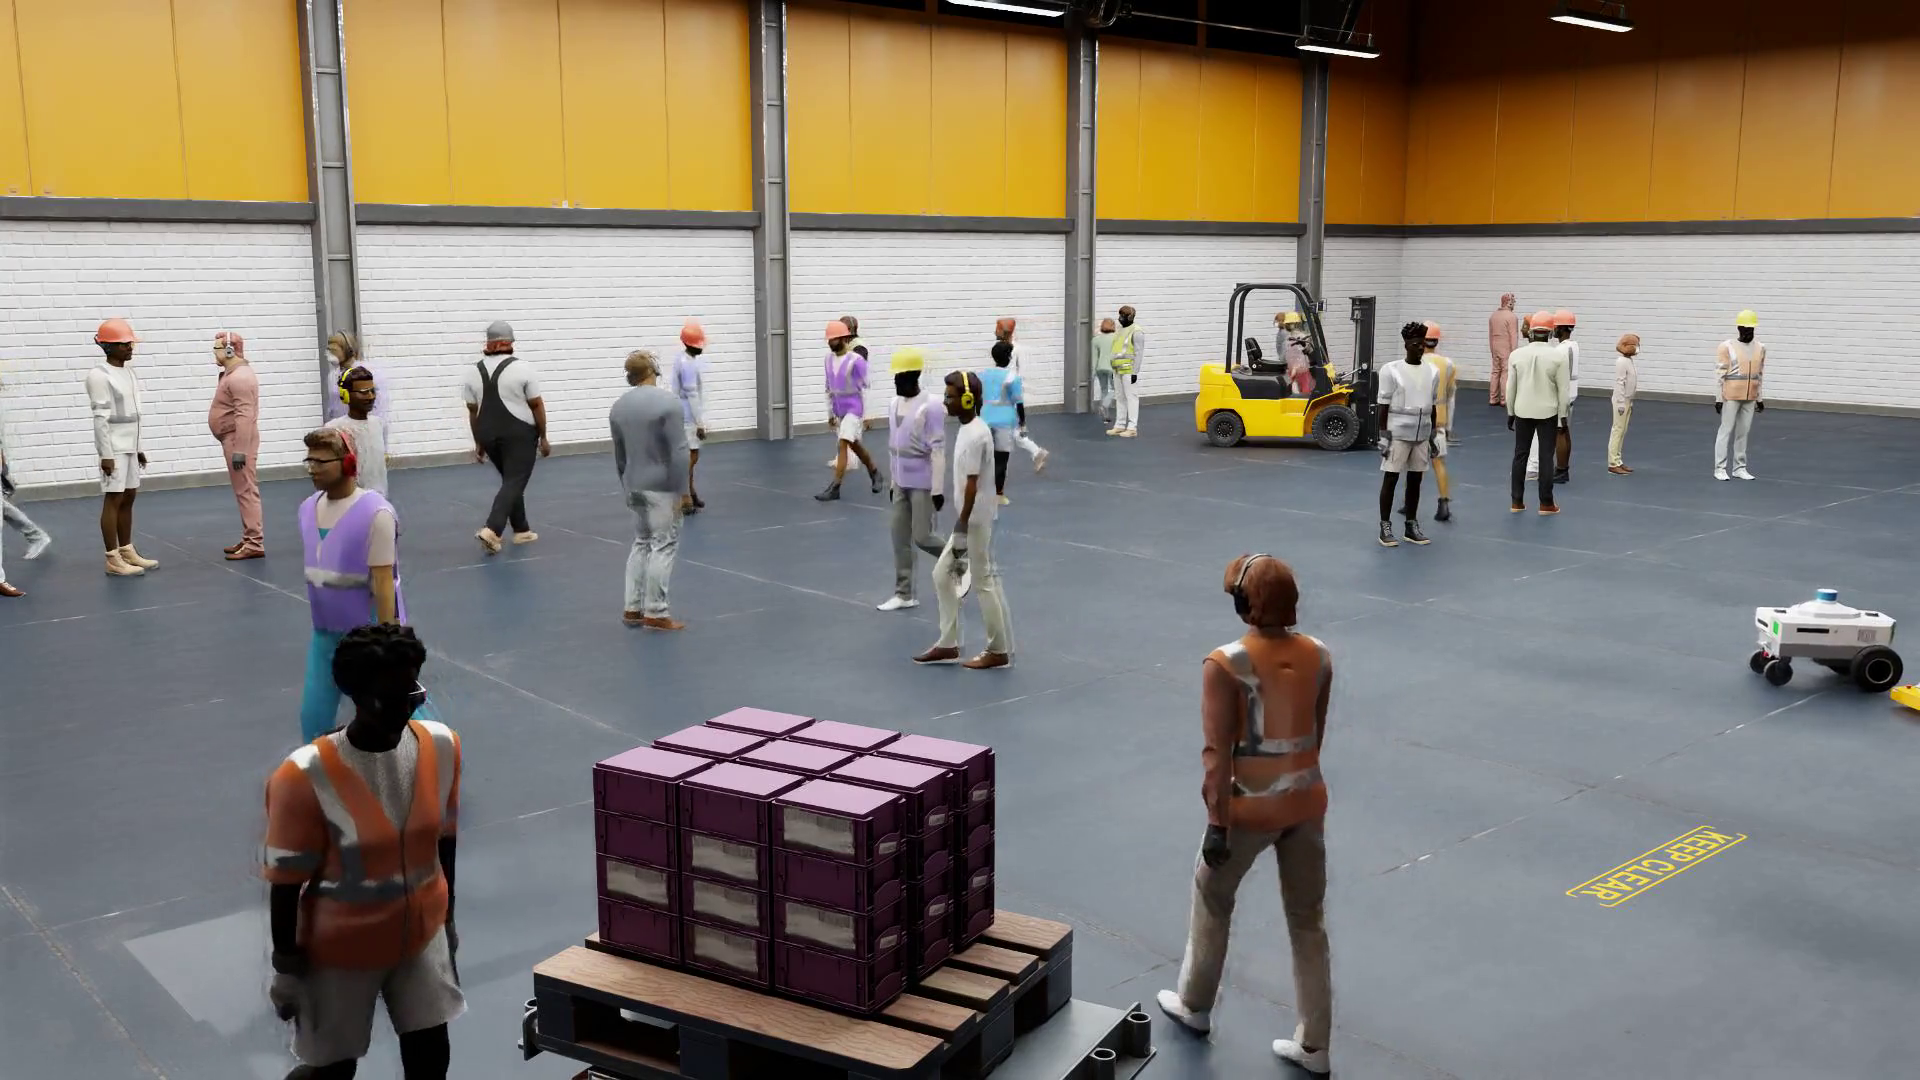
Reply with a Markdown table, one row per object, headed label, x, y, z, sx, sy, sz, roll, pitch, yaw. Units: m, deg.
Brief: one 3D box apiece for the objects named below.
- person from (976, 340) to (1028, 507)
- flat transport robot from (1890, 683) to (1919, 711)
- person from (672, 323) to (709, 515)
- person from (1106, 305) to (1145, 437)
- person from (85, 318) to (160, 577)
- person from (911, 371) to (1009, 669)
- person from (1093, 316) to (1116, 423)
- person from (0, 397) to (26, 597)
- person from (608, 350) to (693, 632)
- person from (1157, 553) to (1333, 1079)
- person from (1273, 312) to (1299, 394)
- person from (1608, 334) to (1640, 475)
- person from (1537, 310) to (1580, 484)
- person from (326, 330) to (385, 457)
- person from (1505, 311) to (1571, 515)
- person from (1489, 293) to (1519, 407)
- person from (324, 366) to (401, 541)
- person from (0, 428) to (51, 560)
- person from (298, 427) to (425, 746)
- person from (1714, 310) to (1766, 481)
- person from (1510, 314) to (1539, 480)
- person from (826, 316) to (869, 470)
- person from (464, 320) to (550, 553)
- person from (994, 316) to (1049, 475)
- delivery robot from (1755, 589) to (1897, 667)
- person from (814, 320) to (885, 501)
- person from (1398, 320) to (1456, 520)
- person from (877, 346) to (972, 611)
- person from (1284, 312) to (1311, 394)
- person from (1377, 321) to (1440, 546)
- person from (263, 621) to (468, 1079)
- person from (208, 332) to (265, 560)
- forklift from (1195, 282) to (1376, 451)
| label | x | y | z | sx | sy | sz | roll | pitch | yaw |
| --- | --- | --- | --- | --- | --- | --- | --- | --- | --- |
| person | 0.444 | -1.177 | 16.840 | 0.556 | 1.683 | 0.483 | 7 | 12 | 34 |
| flat transport robot | 5.991 | 0.852 | 9.123 | 1.431 | 0.197 | 0.652 | -1 | 10 | -6 |
| person | -2.680 | -1.195 | 16.410 | 0.400 | 1.886 | 0.677 | -3 | 10 | -17 |
| person | 2.320 | -2.373 | 23.422 | 0.429 | 1.843 | 0.636 | -5 | 11 | -28 |
| person | -6.663 | -0.738 | 13.250 | 0.394 | 2.044 | 0.609 | 0 | 10 | -1 |
| person | -0.028 | -0.105 | 10.122 | 0.749 | 1.841 | 0.572 | -1 | 10 | -4 |
| person | 2.221 | -2.562 | 25.144 | 0.529 | 1.618 | 0.430 | 6 | 11 | 31 |
| person | -7.172 | -0.472 | 12.195 | 0.315 | 1.872 | 0.533 | 3 | 10 | 16 |
| person | -2.098 | -0.308 | 11.221 | 0.669 | 1.914 | 0.368 | 8 | 12 | 39 |
| person | 0.918 | 0.842 | 5.264 | 0.570 | 1.603 | 0.750 | -5 | 11 | -29 |
| person | 5.378 | -3.013 | 27.868 | 0.777 | 1.587 | 0.522 | -1 | 10 | -9 |
| person | 7.759 | -1.586 | 19.417 | 0.285 | 1.632 | 0.498 | 6 | 11 | 32 |
| person | 6.700 | -1.596 | 18.585 | 0.354 | 1.939 | 0.545 | 6 | 11 | 32 |
| person | -5.065 | -0.776 | 13.827 | 0.664 | 1.919 | 0.453 | 9 | 13 | 42 |
| person | 5.678 | -1.244 | 16.347 | 0.622 | 1.996 | 0.370 | 7 | 12 | 37 |
| person | 9.181 | -3.186 | 27.985 | 0.409 | 1.906 | 0.651 | -3 | 10 | -19 |
| person | -3.652 | -0.133 | 10.219 | 0.317 | 1.870 | 0.531 | 4 | 10 | 22 |
| person | -7.922 | -0.631 | 13.580 | 0.803 | 1.713 | 0.492 | -8 | 12 | -39 |
| person | -2.639 | 0.389 | 7.362 | 0.582 | 1.812 | 0.910 | 5 | 11 | 28 |
| person | 8.831 | -1.629 | 18.810 | 0.595 | 1.925 | 0.374 | -2 | 10 | -11 |
| person | 6.479 | -1.615 | 18.853 | 0.337 | 1.882 | 0.585 | 2 | 10 | 12 |
| person | -1.320 | -1.753 | 19.823 | 0.439 | 1.833 | 0.655 | -4 | 11 | -24 |
| person | -3.945 | -0.922 | 14.337 | 0.685 | 2.000 | 0.962 | 4 | 10 | 22 |
| person | 0.604 | -1.585 | 18.740 | 0.724 | 1.864 | 0.590 | 1 | 10 | 6 |
| delivery robot | 5.120 | 0.534 | 9.860 | 0.707 | 0.478 | 0.477 | 2 | 9 | 7 |
| person | -1.133 | -1.377 | 17.503 | 0.554 | 1.887 | 1.021 | 9 | 13 | 42 |
| person | 4.495 | -1.141 | 16.022 | 0.551 | 1.952 | 0.509 | -1 | 10 | -7 |
| person | -0.262 | -0.443 | 11.927 | 0.678 | 1.907 | 0.592 | -7 | 12 | -37 |
| person | 4.989 | -2.508 | 24.565 | 0.915 | 1.722 | 0.523 | -6 | 11 | -29 |
| person | 3.933 | -0.928 | 14.585 | 0.600 | 1.967 | 0.368 | -3 | 10 | -17 |
| person | -1.563 | 0.990 | 4.250 | 0.683 | 1.667 | 0.545 | 8 | 12 | 39 |
| person | -6.074 | -0.790 | 13.957 | 0.407 | 1.906 | 0.655 | -4 | 11 | -23 |
| forklift | 4.328 | -2.346 | 22.227 | 2.313 | 2.155 | 1.214 | 3 | 10 | 16 |
